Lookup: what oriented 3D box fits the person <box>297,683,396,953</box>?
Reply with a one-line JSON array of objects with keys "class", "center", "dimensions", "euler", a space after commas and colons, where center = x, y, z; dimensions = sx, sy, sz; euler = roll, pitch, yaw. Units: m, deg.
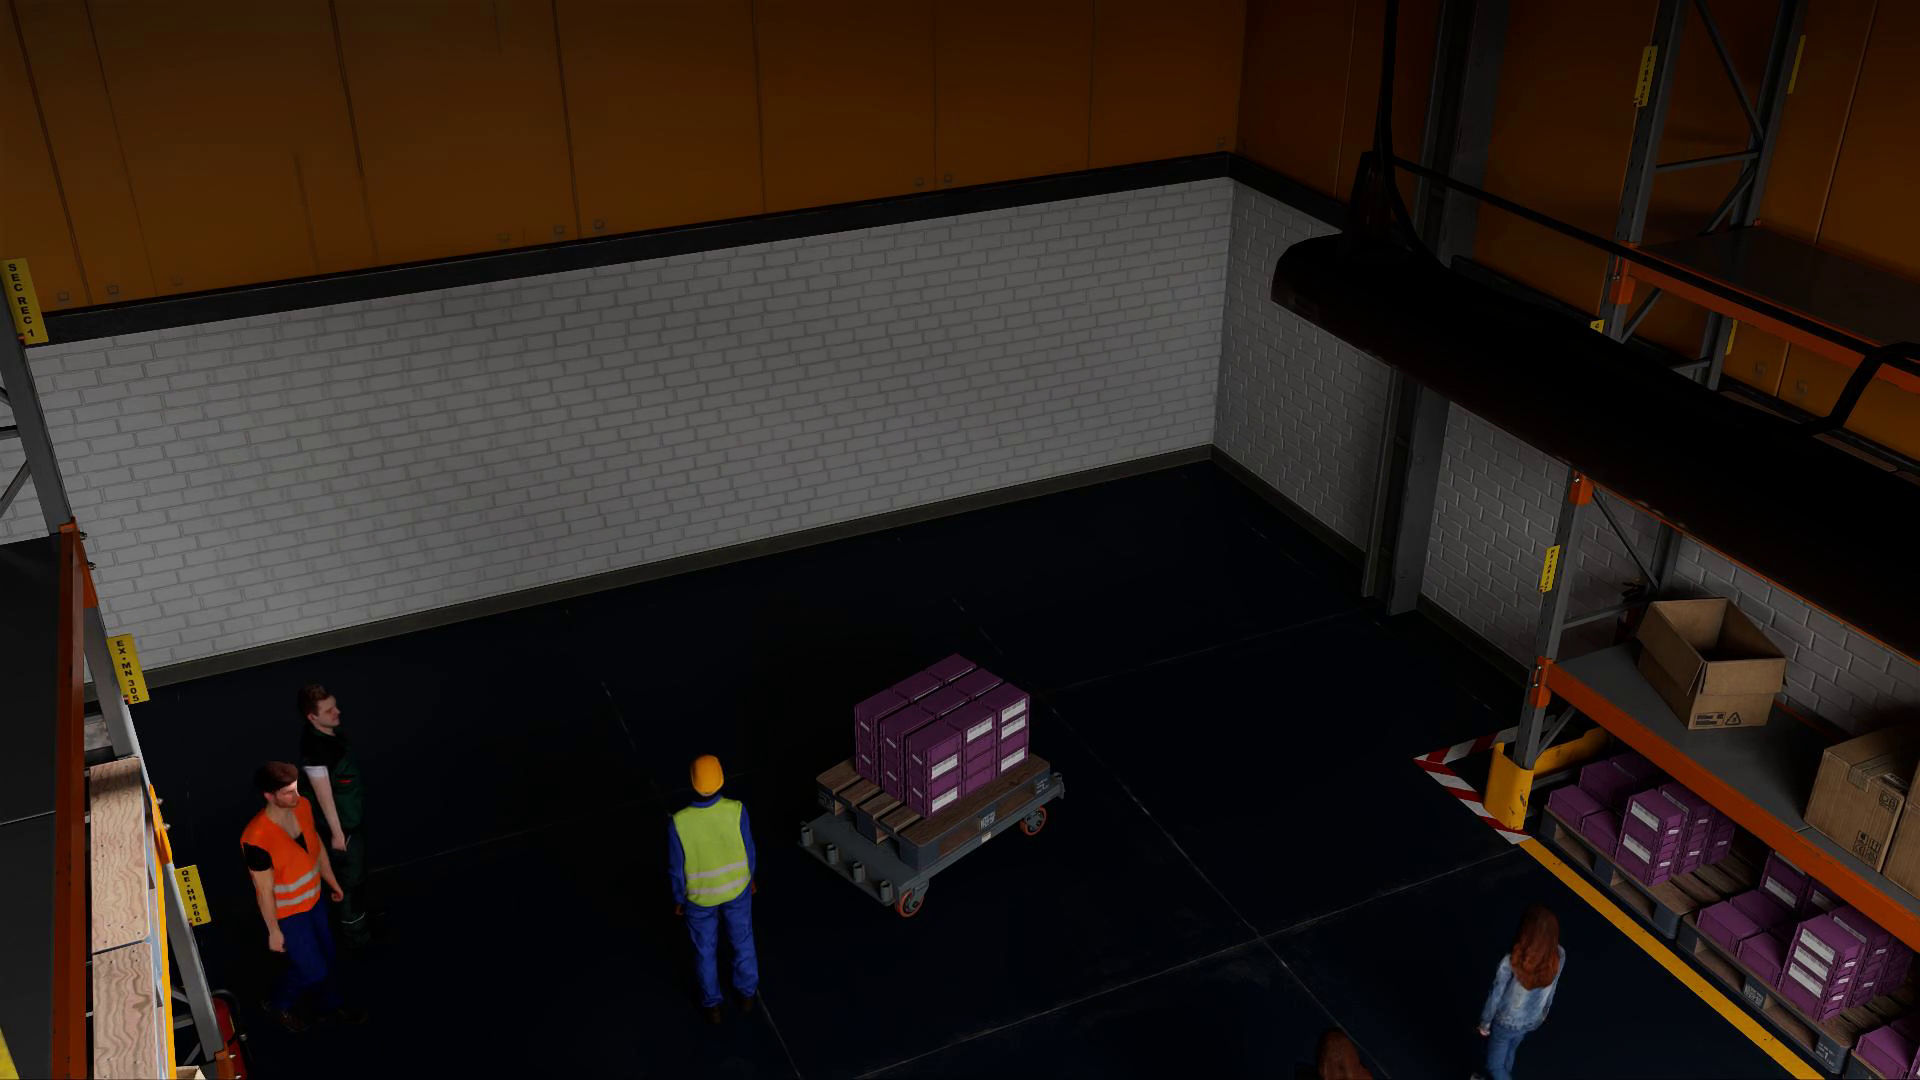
[{"class": "person", "center": [-3.721, 1.654, 9.980], "dimensions": [0.710, 1.840, 0.518], "euler": [-10, 30, -18]}]

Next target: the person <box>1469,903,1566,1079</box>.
[{"class": "person", "center": [2.957, 2.547, 8.738], "dimensions": [0.618, 1.461, 0.872], "euler": [-9, 30, -16]}]

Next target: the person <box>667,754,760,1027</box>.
[{"class": "person", "center": [-1.392, 1.968, 9.433], "dimensions": [0.665, 1.813, 0.567], "euler": [-11, 31, -20]}]

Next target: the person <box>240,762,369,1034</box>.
[{"class": "person", "center": [-3.794, 2.017, 9.280], "dimensions": [0.957, 1.872, 0.900], "euler": [7, 29, 12]}]

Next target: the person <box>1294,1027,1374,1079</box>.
[{"class": "person", "center": [1.743, 2.924, 8.006], "dimensions": [0.595, 1.501, 0.611], "euler": [-9, 30, -16]}]
